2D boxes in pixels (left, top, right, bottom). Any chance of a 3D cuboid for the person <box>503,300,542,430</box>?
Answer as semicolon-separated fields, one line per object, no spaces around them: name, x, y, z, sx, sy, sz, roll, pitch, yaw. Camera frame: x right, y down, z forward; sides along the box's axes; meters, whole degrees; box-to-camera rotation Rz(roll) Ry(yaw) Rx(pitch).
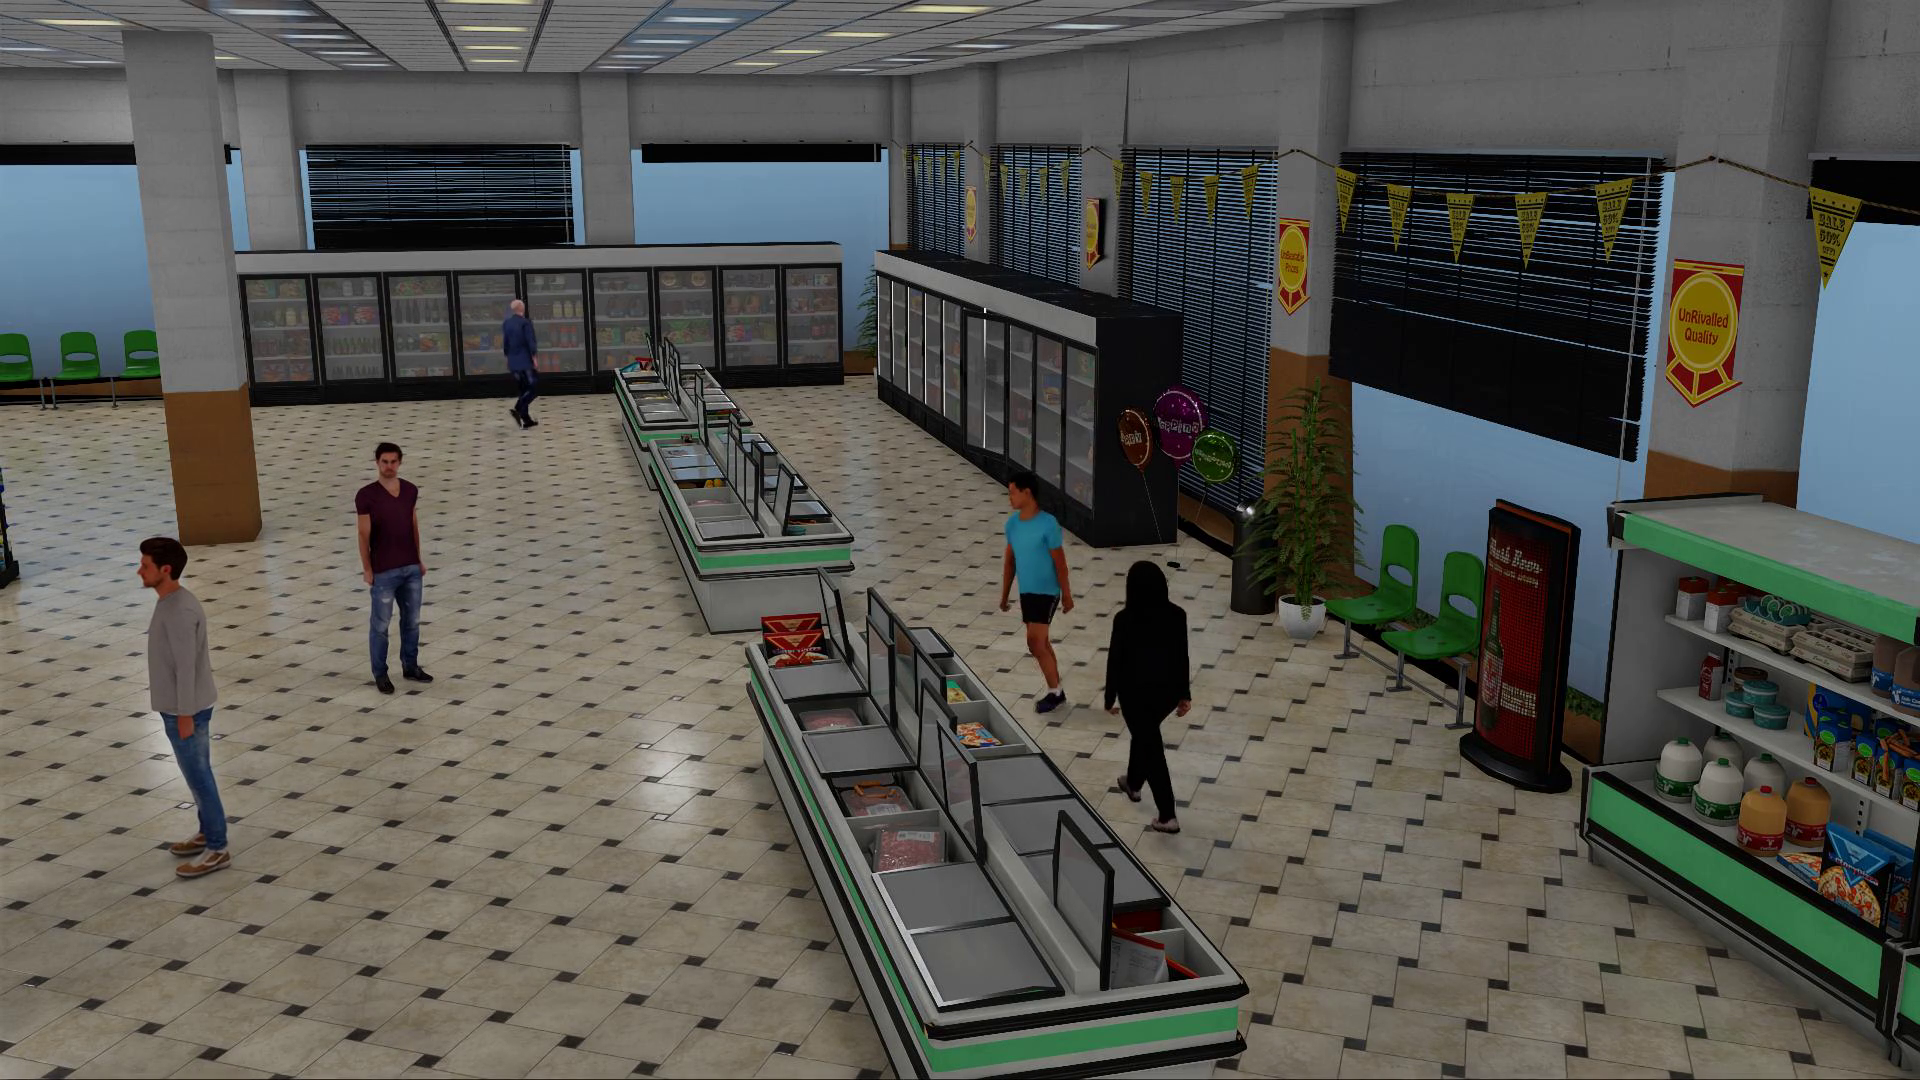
person;-6.100;-2.405;23.059;1.024;1.812;1.087;7;15;28

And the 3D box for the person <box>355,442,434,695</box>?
person;-4.208;0.177;12.334;0.754;1.851;0.737;11;18;39

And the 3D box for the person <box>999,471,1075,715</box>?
person;0.620;0.381;11.728;0.736;1.740;0.812;11;18;39

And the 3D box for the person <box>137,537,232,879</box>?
person;-4.295;0.905;9.232;0.764;1.897;0.588;-8;16;-29

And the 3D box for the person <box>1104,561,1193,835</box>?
person;1.136;0.956;9.722;0.772;1.568;1.163;-6;15;-22
